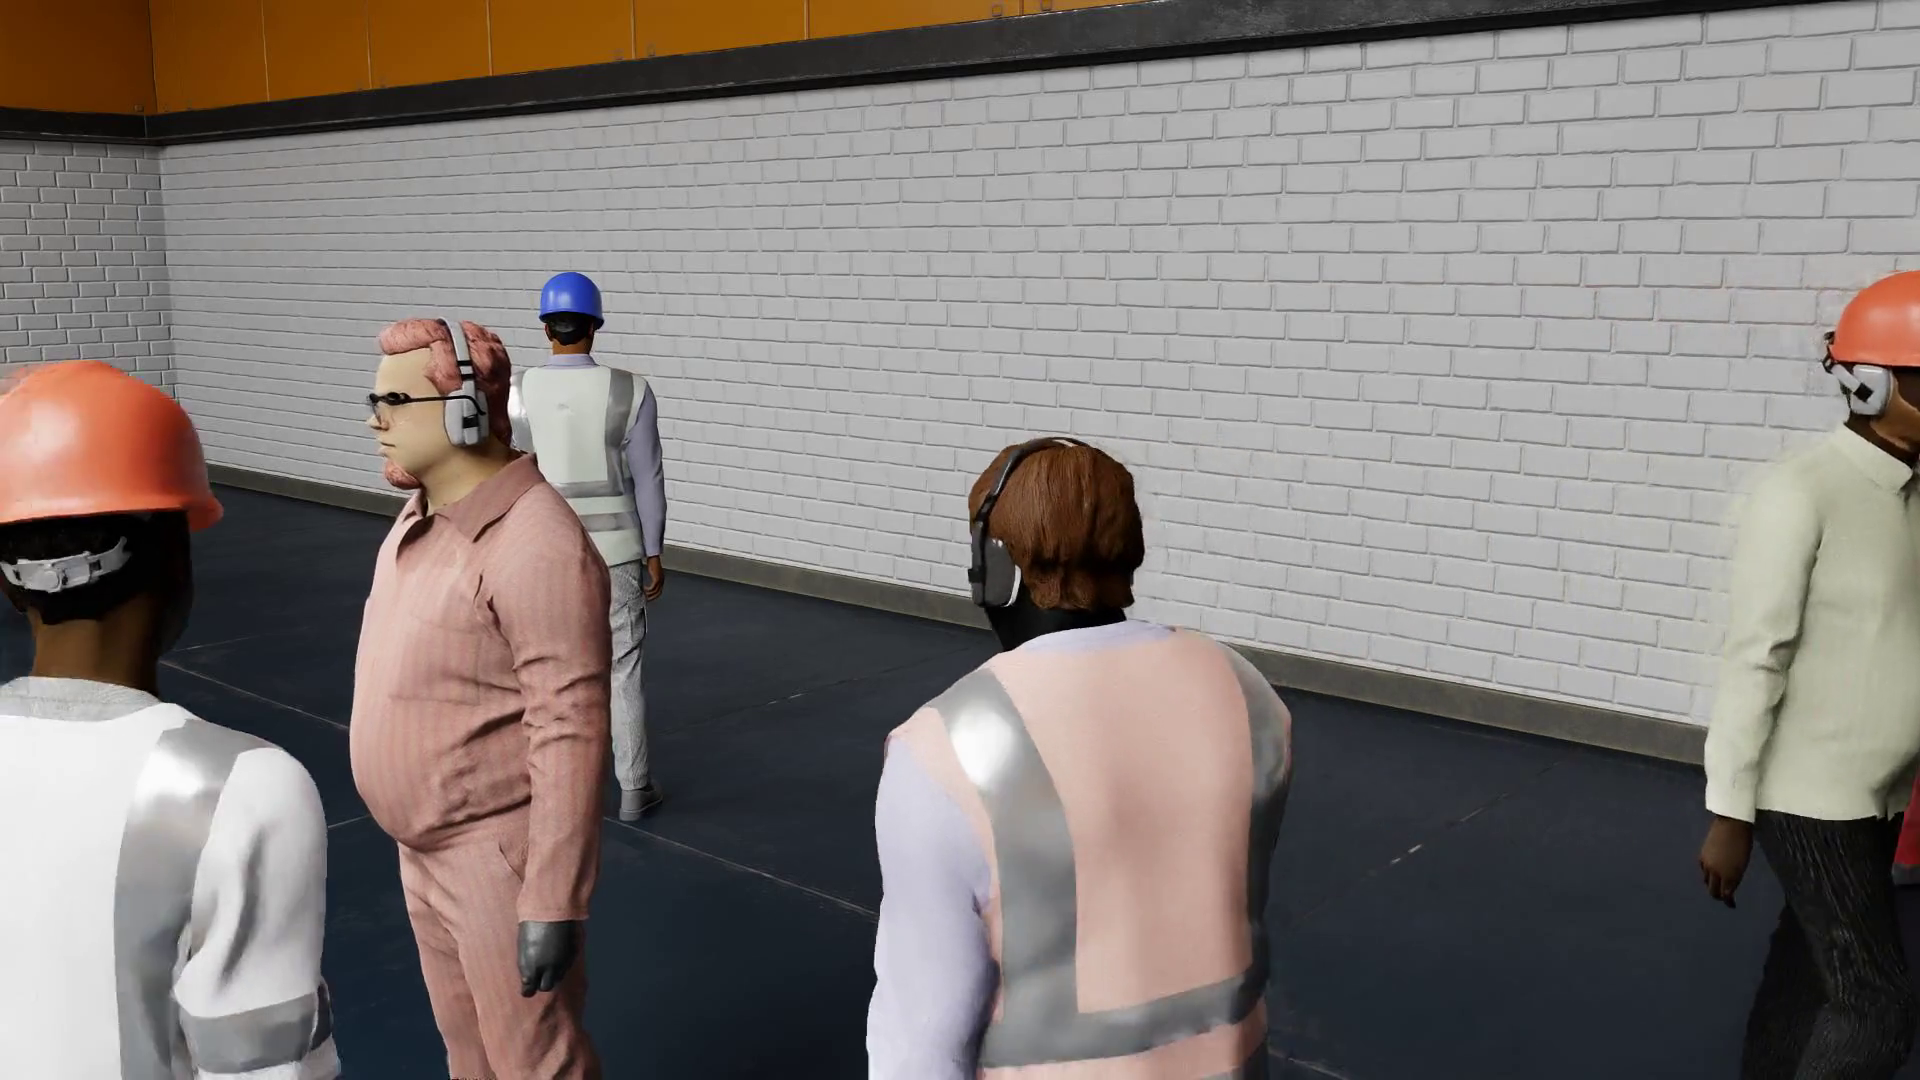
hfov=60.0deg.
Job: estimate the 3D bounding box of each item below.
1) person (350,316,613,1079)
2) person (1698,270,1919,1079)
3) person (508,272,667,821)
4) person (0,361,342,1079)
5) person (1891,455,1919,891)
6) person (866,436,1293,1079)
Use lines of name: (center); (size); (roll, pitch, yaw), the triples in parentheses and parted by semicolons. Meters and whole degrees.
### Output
person: (-0.869, 0.560, 2.973); (0.400, 1.907, 0.644); (-8, 13, -37)
person: (1.754, 0.493, 3.142); (0.650, 1.975, 0.613); (-7, 12, -34)
person: (-1.327, 0.040, 5.843); (0.602, 1.939, 0.399); (-1, 10, -4)
person: (-0.889, 0.770, 1.770); (0.557, 1.907, 0.638); (2, 10, 11)
person: (3.028, 0.238, 5.310); (0.635, 1.735, 0.361); (-6, 12, -31)
person: (0.148, 0.774, 2.118); (0.654, 1.792, 1.003); (-6, 12, -30)
